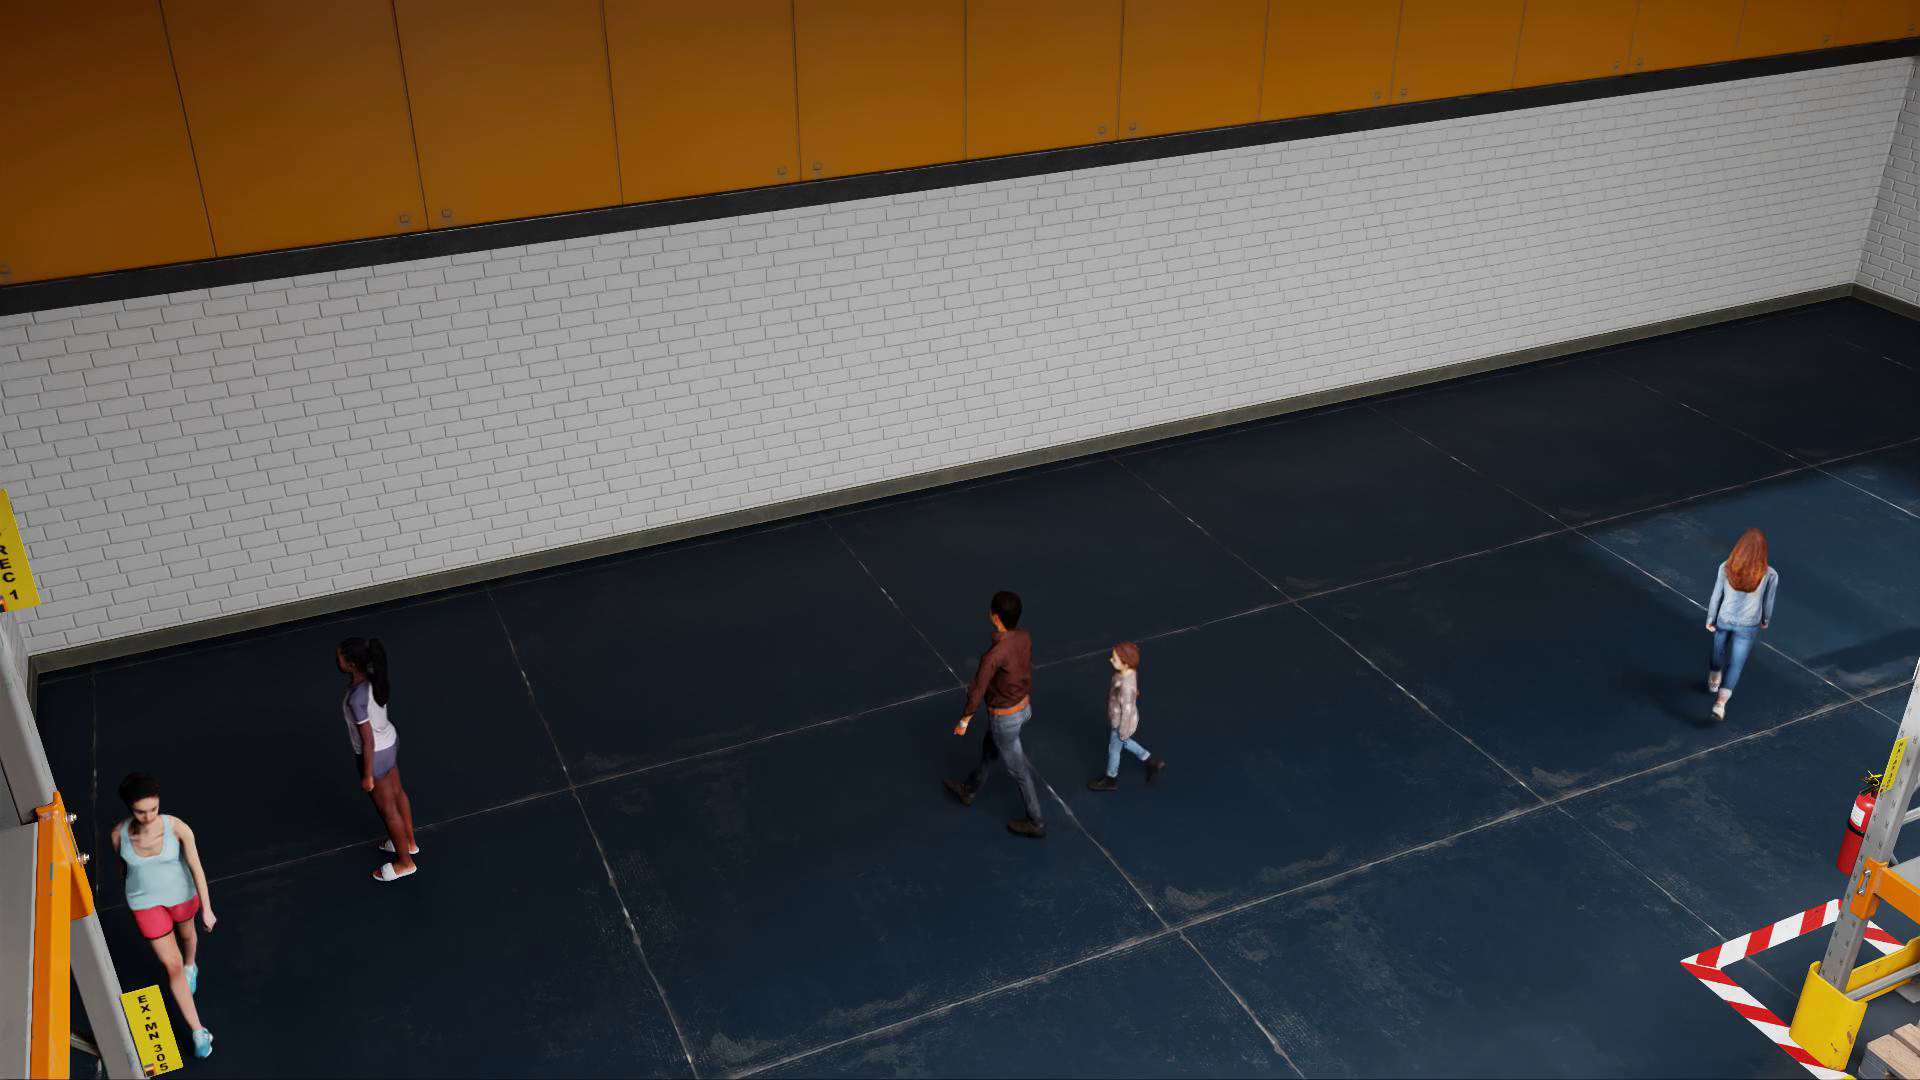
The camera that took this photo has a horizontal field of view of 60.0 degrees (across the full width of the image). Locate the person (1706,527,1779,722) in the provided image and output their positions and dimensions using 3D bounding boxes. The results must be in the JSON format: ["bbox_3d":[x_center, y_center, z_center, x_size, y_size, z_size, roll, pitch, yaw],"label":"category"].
[{"bbox_3d":[5.613,0.620,12.018,0.993,1.452,0.952,17,33,28],"label":"person"}]

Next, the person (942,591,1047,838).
[{"bbox_3d":[0.387,1.179,10.698,1.159,1.735,1.042,13,31,23],"label":"person"}]

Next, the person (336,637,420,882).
[{"bbox_3d":[-3.649,1.349,10.401,0.733,1.721,0.581,-4,29,-7],"label":"person"}]

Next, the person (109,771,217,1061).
[{"bbox_3d":[-4.437,1.976,9.264,0.584,1.709,1.110,-8,30,-14],"label":"person"}]

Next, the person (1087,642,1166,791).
[{"bbox_3d":[1.147,1.197,11.240,0.764,1.184,0.764,3,29,5],"label":"person"}]
